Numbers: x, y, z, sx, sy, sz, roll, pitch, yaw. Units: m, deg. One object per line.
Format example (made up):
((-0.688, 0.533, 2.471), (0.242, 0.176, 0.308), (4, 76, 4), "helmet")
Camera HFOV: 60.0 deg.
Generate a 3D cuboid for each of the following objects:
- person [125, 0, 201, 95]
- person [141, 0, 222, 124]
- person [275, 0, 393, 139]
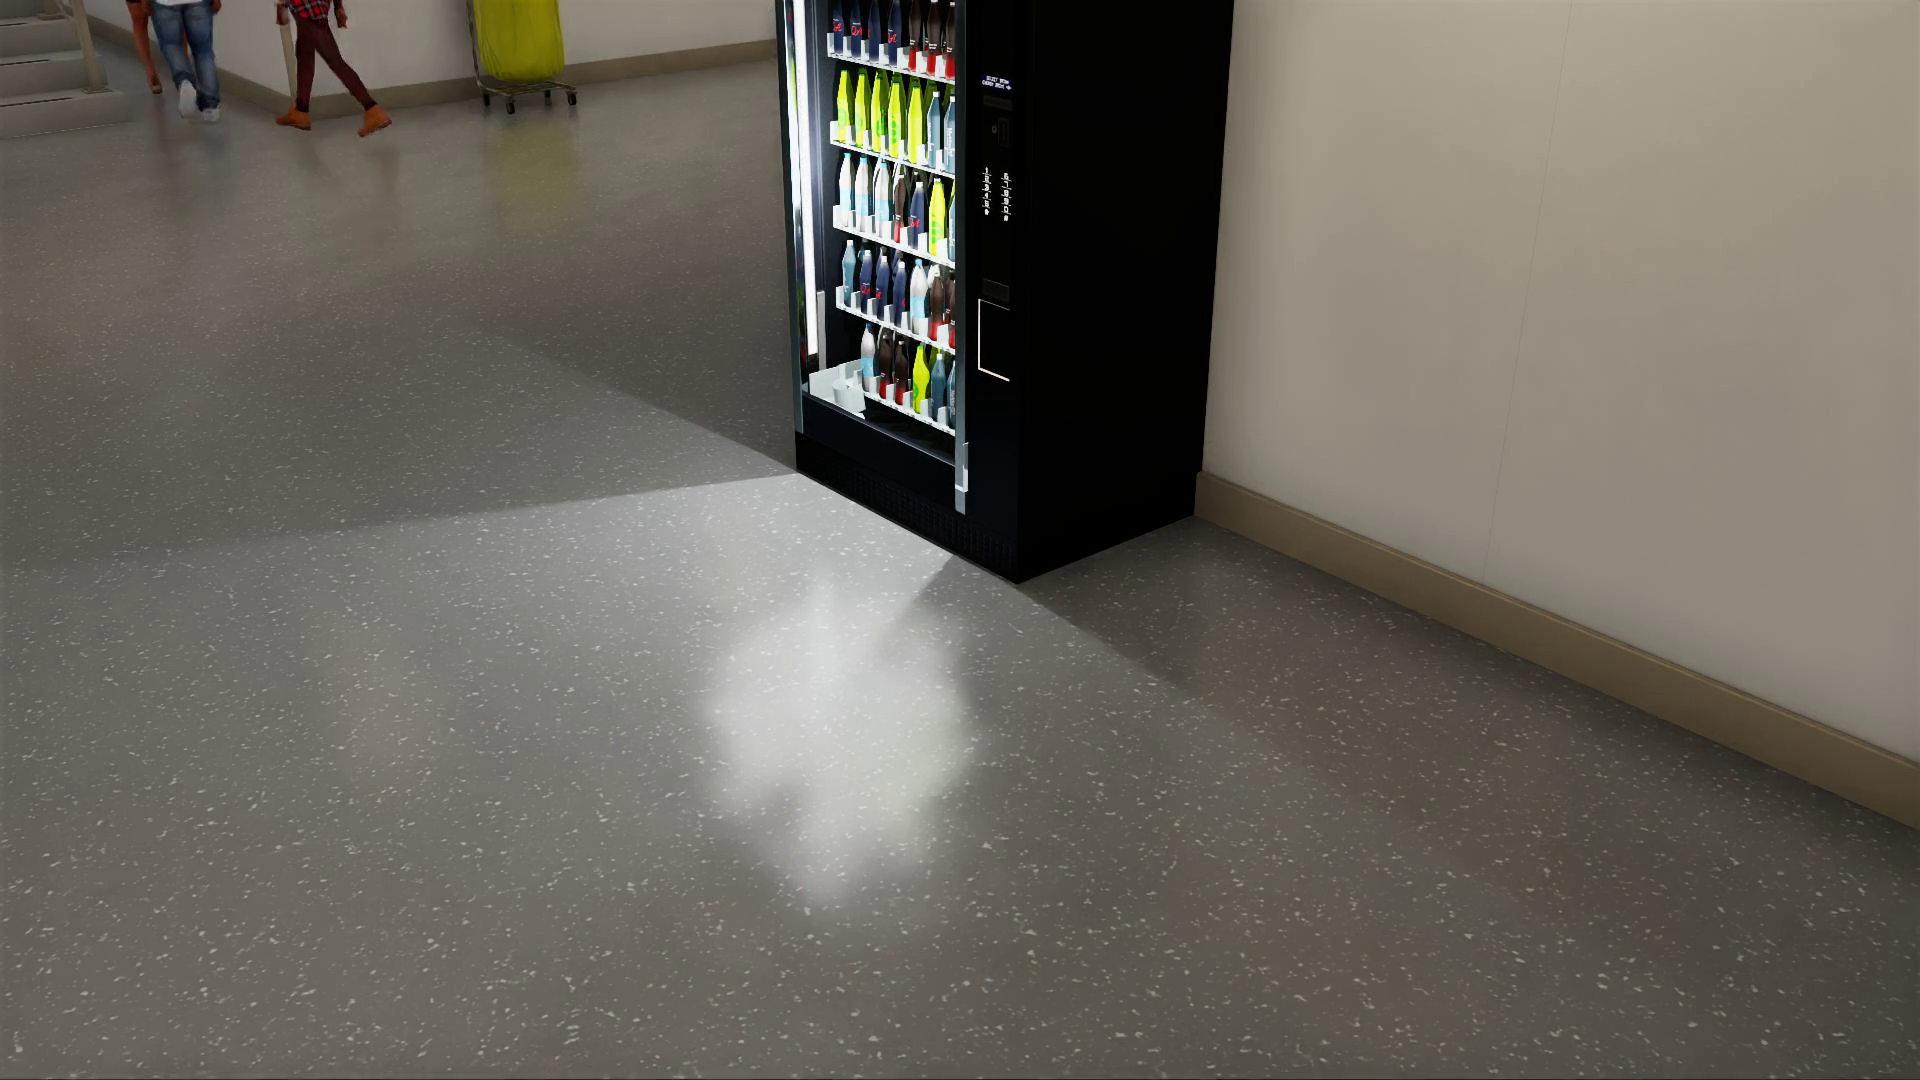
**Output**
((-5.989, -4.075, 12.145), (0.573, 1.620, 0.737), (-21, 33, -36), "person")
((-5.240, -3.668, 11.107), (0.780, 1.789, 0.938), (-10, 27, -20), "person")
((-4.078, -3.392, 10.666), (1.301, 1.675, 1.047), (9, 27, 17), "person")
